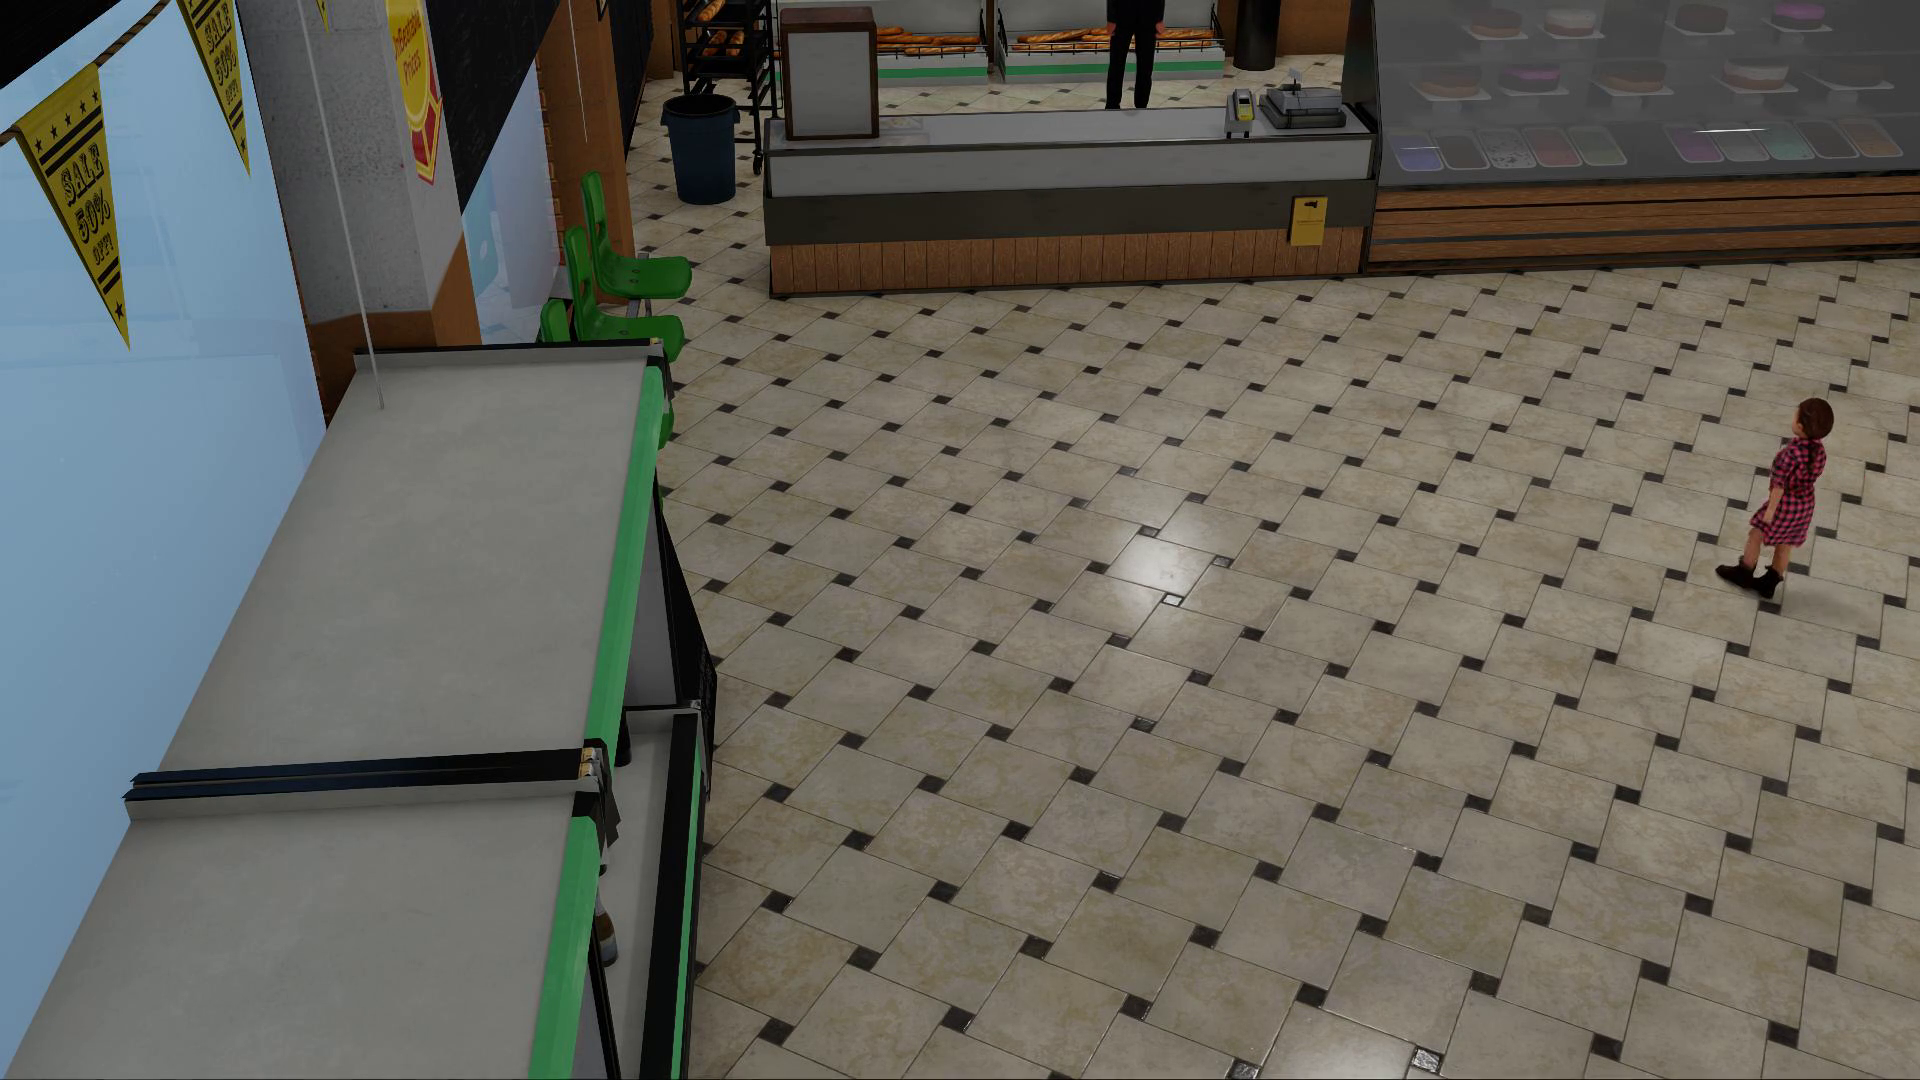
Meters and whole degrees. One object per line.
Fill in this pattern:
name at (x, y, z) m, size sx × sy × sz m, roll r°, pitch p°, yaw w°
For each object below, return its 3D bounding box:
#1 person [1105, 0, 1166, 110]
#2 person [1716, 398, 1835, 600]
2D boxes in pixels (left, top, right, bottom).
person at (1.423, -4.245, 13.476) m, size 0.625 × 1.868 × 0.566 m, roll -2°, pitch 32°, yaw -4°
person at (3.874, -0.163, 7.728) m, size 0.521 × 1.010 × 0.597 m, roll -14°, pitch 35°, yaw -22°
